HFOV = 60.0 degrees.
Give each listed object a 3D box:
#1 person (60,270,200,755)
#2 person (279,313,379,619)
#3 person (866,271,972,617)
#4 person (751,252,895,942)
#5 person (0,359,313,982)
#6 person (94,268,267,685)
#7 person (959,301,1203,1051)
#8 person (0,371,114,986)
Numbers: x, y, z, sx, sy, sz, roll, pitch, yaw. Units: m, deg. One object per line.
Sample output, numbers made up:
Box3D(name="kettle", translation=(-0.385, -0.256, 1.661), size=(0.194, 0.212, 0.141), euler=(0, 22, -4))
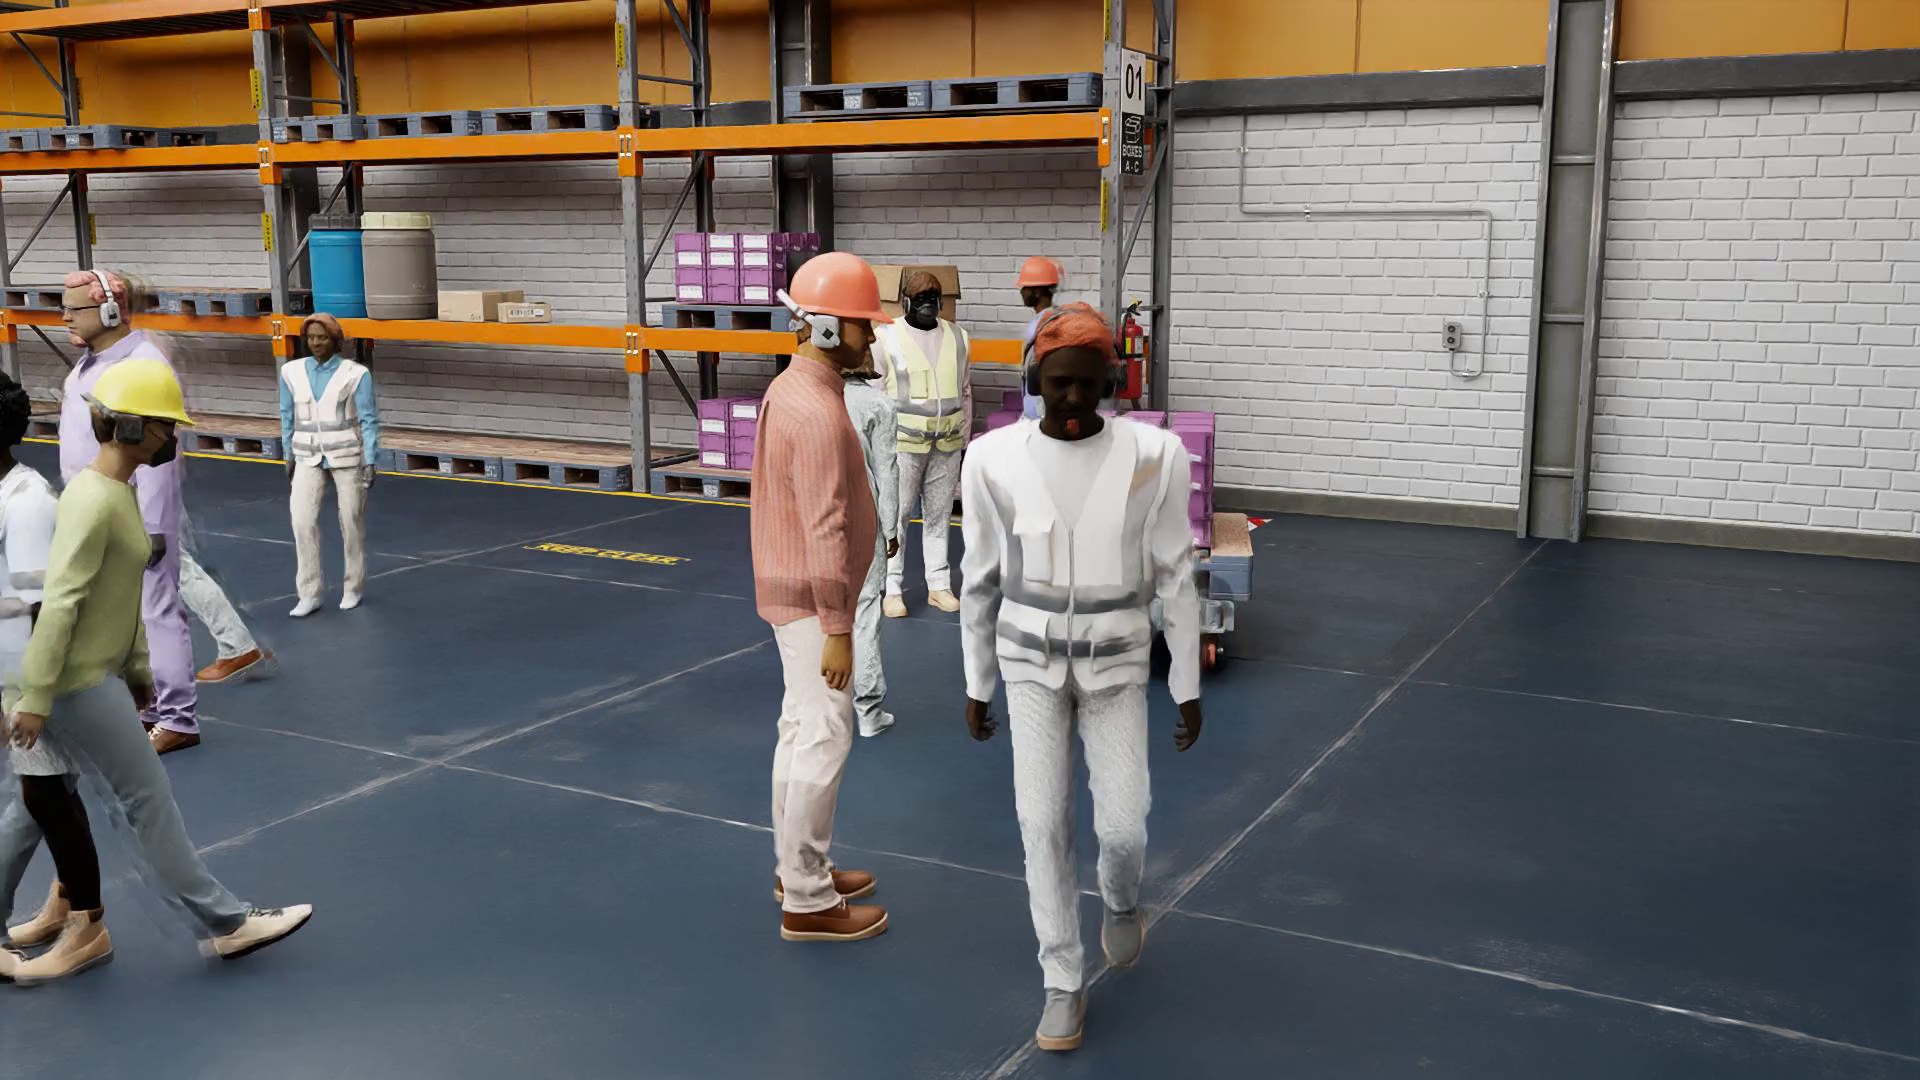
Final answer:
Box3D(name="person", translation=(-3.284, -0.096, 6.510), size=(0.636, 1.900, 0.399), euler=(8, 13, 38))
Box3D(name="person", translation=(-3.372, -0.389, 8.844), size=(0.553, 1.610, 0.674), euler=(0, 10, -1))
Box3D(name="person", translation=(-0.202, -0.510, 8.914), size=(0.634, 1.841, 0.429), euler=(-5, 11, -26))
Box3D(name="person", translation=(-0.389, 0.174, 4.791), size=(0.410, 1.982, 0.626), euler=(-2, 11, -13))
Box3D(name="person", translation=(-2.312, 0.368, 4.494), size=(0.941, 1.687, 0.553), euler=(-4, 11, -23))
Box3D(name="person", translation=(-3.636, -0.250, 7.367), size=(1.005, 1.896, 0.645), euler=(-4, 11, -20))
Box3D(name="person", translation=(0.310, 0.328, 4.235), size=(0.620, 1.869, 0.540), euler=(2, 10, 9))
Box3D(name="person", translation=(-2.558, 0.360, 4.572), size=(0.539, 1.693, 0.328), euler=(10, 14, 43))
